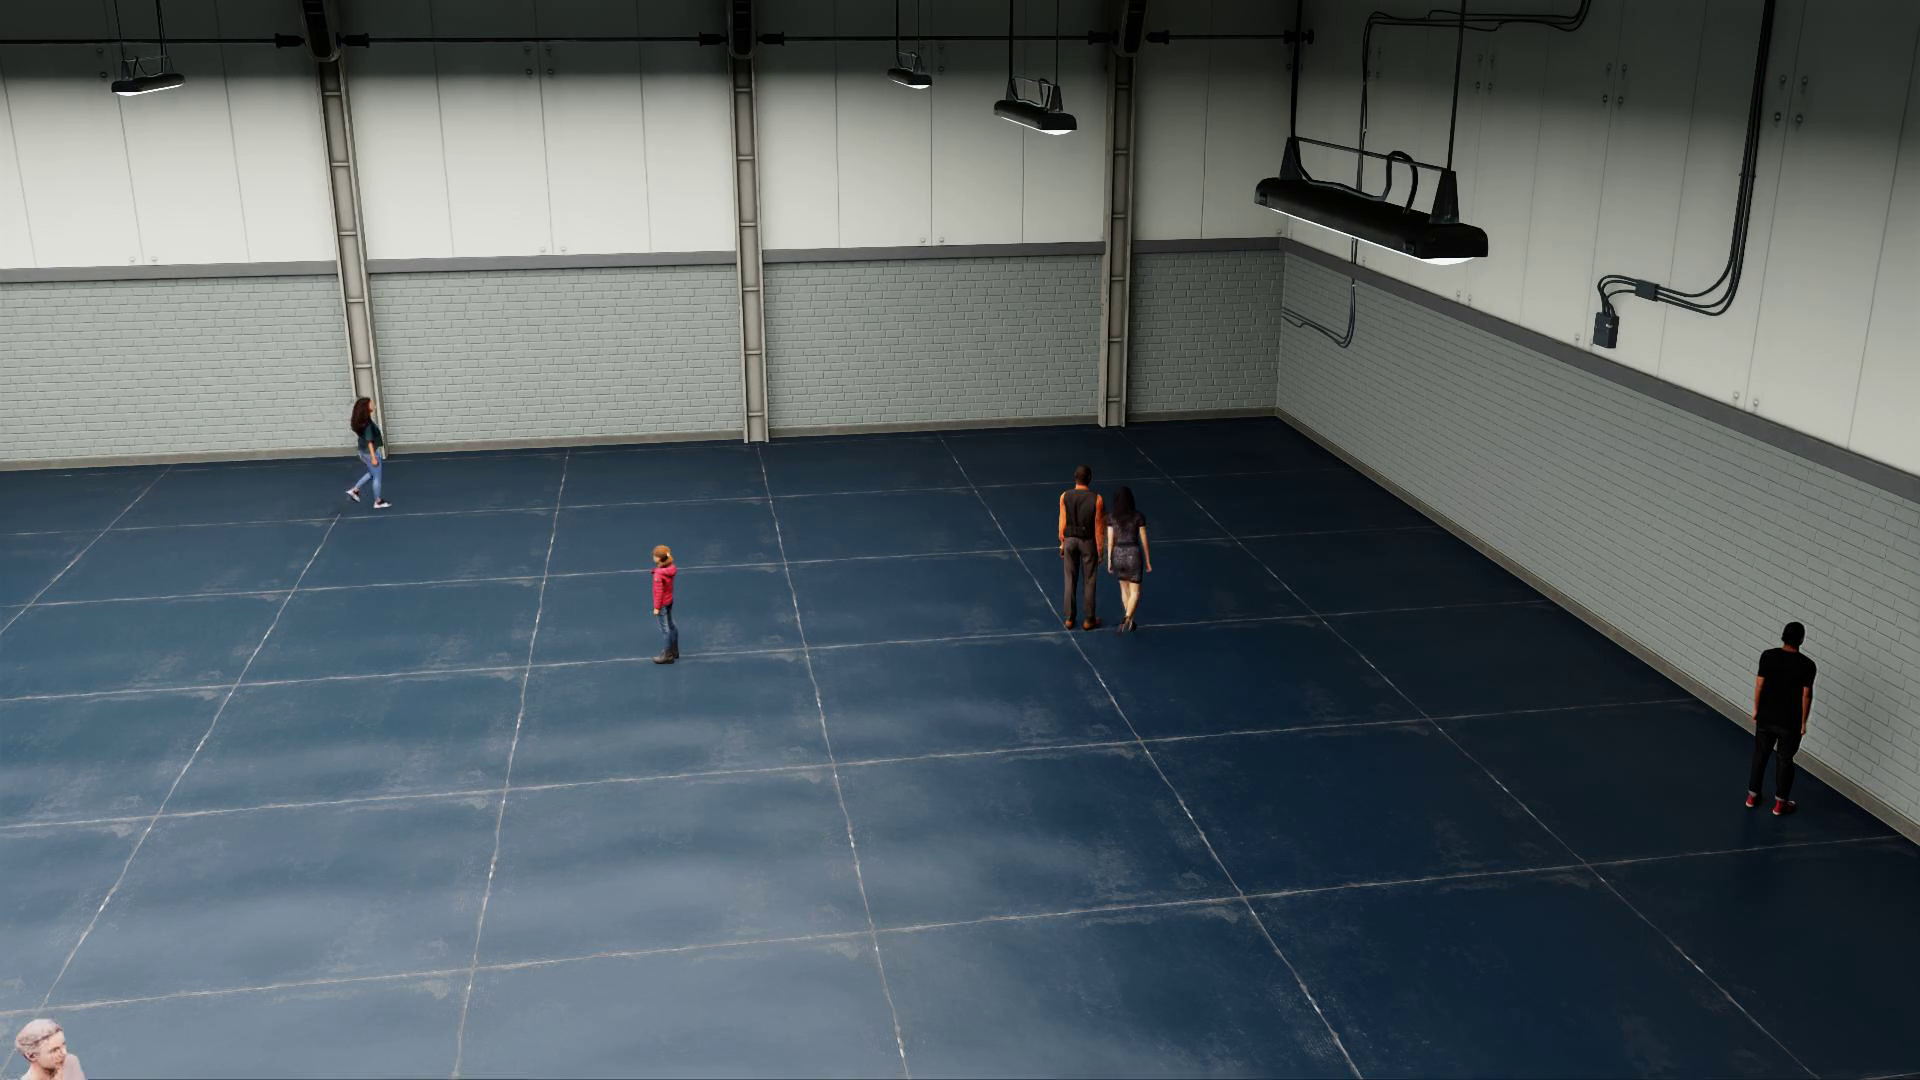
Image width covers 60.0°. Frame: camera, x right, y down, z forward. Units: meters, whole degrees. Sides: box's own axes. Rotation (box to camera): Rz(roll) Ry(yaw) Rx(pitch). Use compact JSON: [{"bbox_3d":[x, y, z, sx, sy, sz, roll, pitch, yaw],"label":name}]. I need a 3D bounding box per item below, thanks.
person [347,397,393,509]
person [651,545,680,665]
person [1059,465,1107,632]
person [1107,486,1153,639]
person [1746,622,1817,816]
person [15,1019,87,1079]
[{"bbox_3d":[-8.334,-1.198,23.286,0.891,1.603,0.740,-10,20,-28],"label":"person"},{"bbox_3d":[-3.183,0.682,17.976,0.612,1.318,0.586,5,19,15],"label":"person"},{"bbox_3d":[1.372,0.075,18.886,0.731,1.907,0.852,6,19,17],"label":"person"},{"bbox_3d":[1.824,0.306,18.413,1.035,1.762,0.970,5,19,16],"label":"person"},{"bbox_3d":[7.205,1.548,14.605,0.740,1.758,0.713,-17,24,-42],"label":"person"},{"bbox_3d":[-4.855,3.371,8.850,1.088,1.855,0.860,2,18,6],"label":"person"}]
